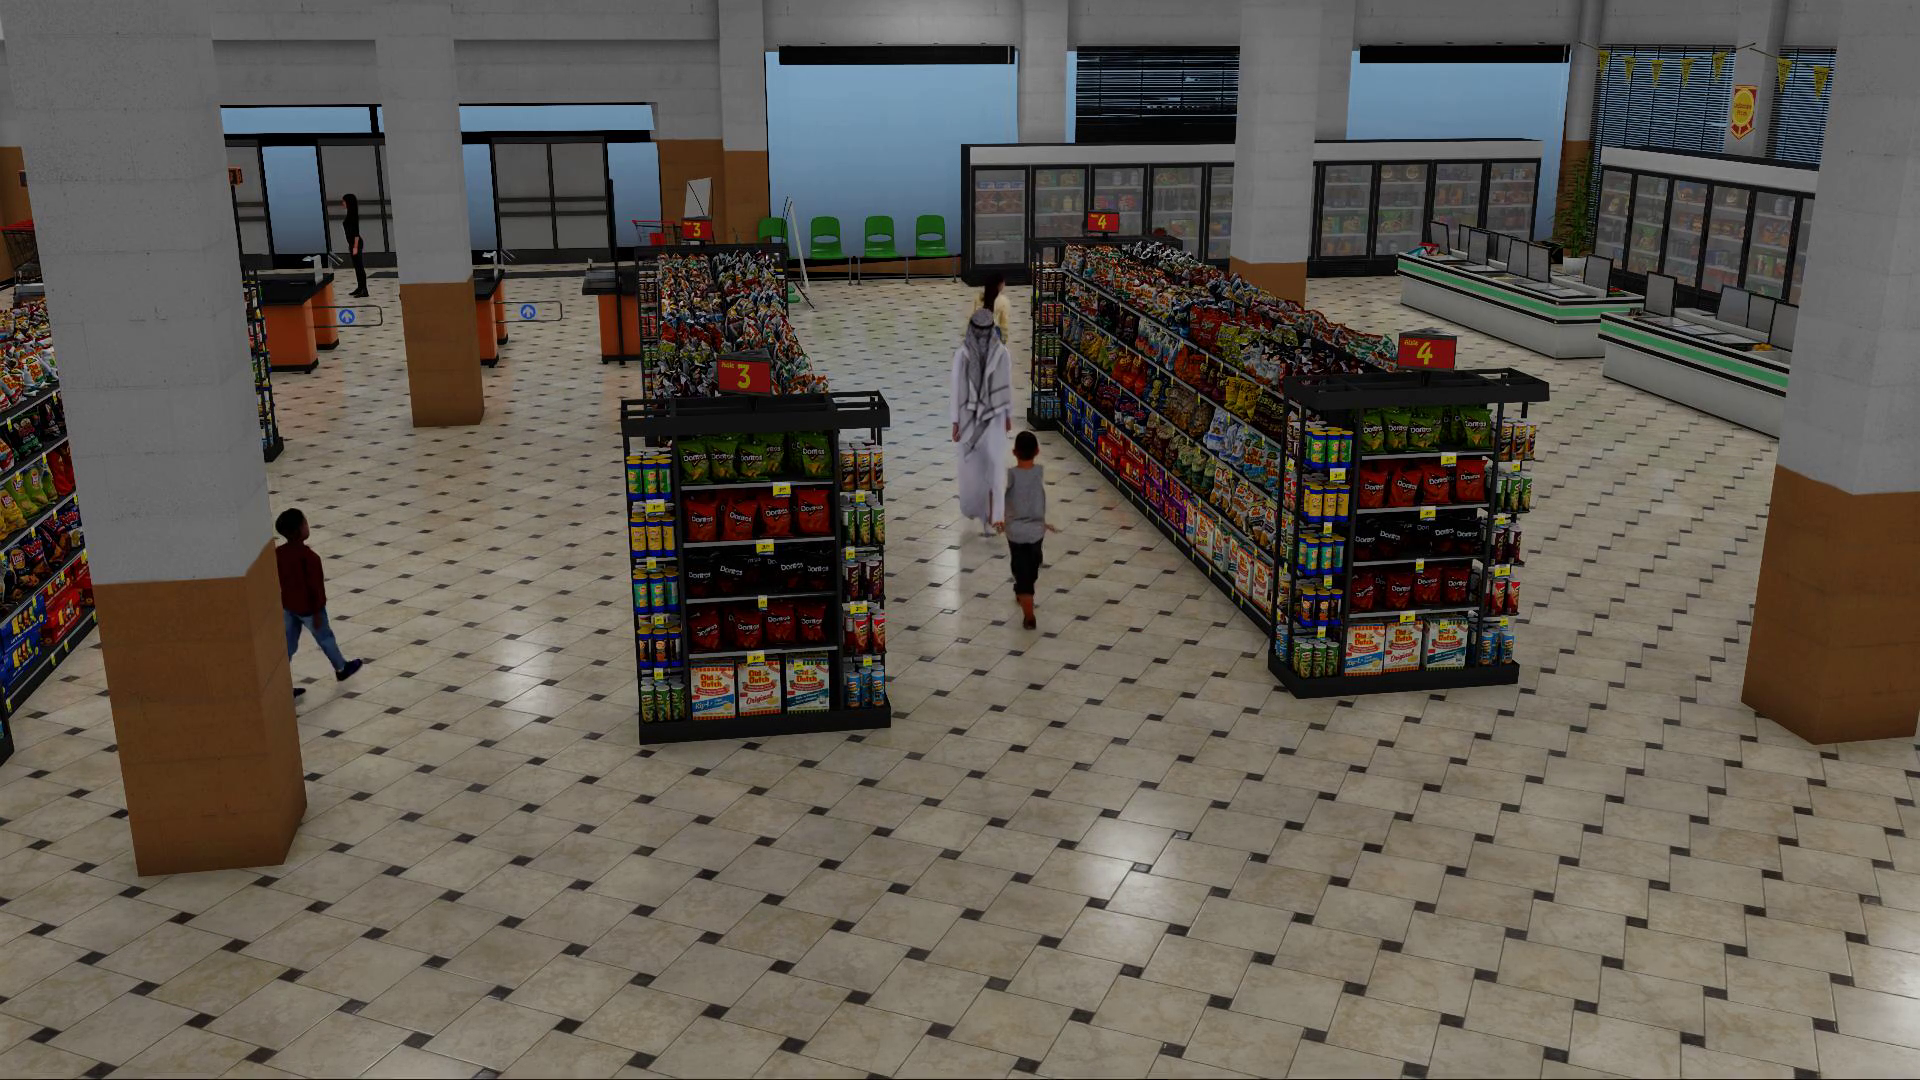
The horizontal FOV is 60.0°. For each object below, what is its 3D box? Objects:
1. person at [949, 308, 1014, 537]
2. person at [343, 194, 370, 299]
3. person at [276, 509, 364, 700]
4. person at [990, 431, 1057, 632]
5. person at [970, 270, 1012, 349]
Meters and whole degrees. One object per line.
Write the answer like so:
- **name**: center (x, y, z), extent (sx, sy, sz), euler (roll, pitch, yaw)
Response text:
- **person**: center (0.205, -0.935, 13.844), extent (0.770, 1.879, 1.277), euler (-2, 17, -5)
- **person**: center (-9.758, -4.762, 26.856), extent (0.694, 1.642, 0.558), euler (-11, 20, -31)
- **person**: center (-4.177, 0.443, 10.442), extent (0.786, 1.218, 0.936), euler (7, 18, 21)
- **person**: center (0.480, -0.089, 11.835), extent (0.596, 1.427, 0.953), euler (-3, 17, -10)
- **person**: center (0.296, -2.128, 18.238), extent (0.875, 1.609, 0.967), euler (6, 18, 18)
